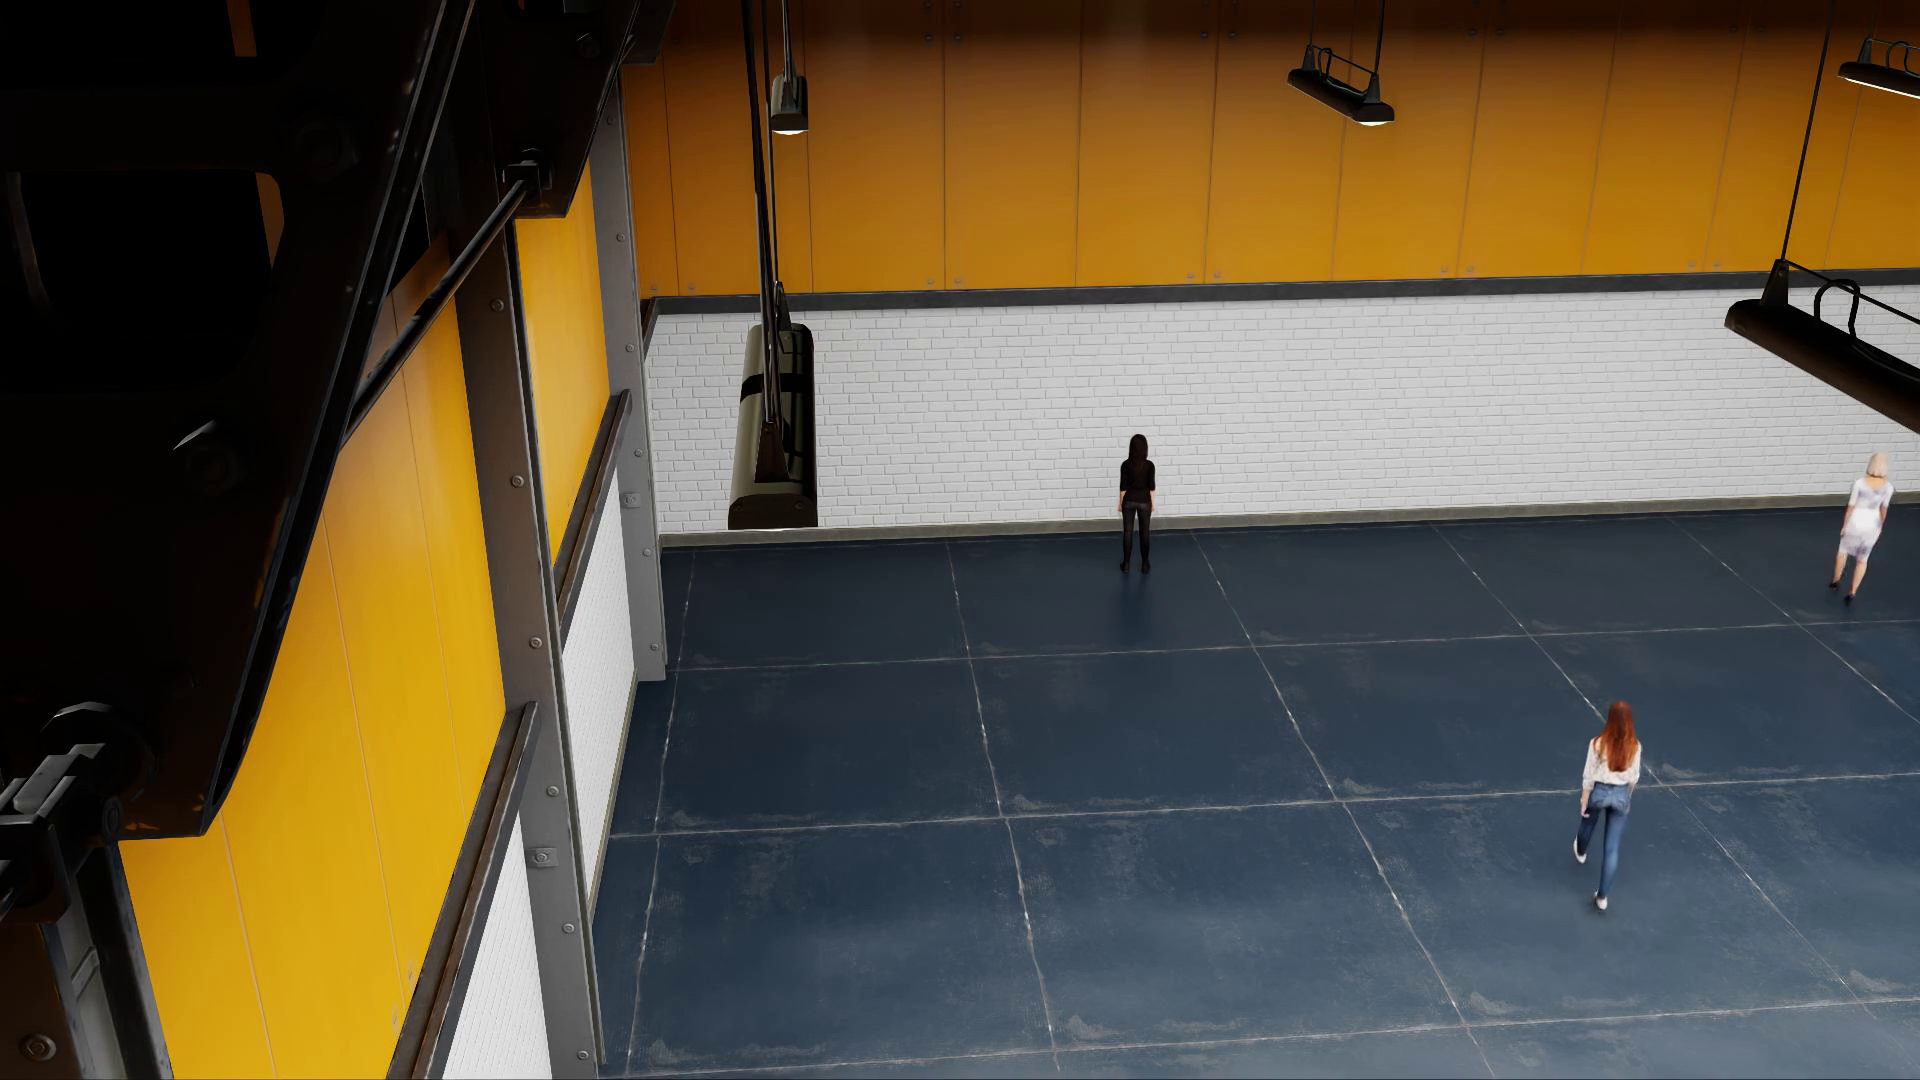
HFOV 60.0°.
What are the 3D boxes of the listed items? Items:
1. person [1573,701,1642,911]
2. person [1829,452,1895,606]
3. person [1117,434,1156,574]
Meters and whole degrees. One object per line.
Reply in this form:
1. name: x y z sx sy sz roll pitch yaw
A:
1. person: 5.133 2.107 13.131 0.865 1.681 1.210 6 24 14
2. person: 9.844 -0.095 18.106 0.750 1.732 0.861 7 24 15
3. person: 2.014 -0.412 18.945 0.615 1.640 0.560 2 24 5
